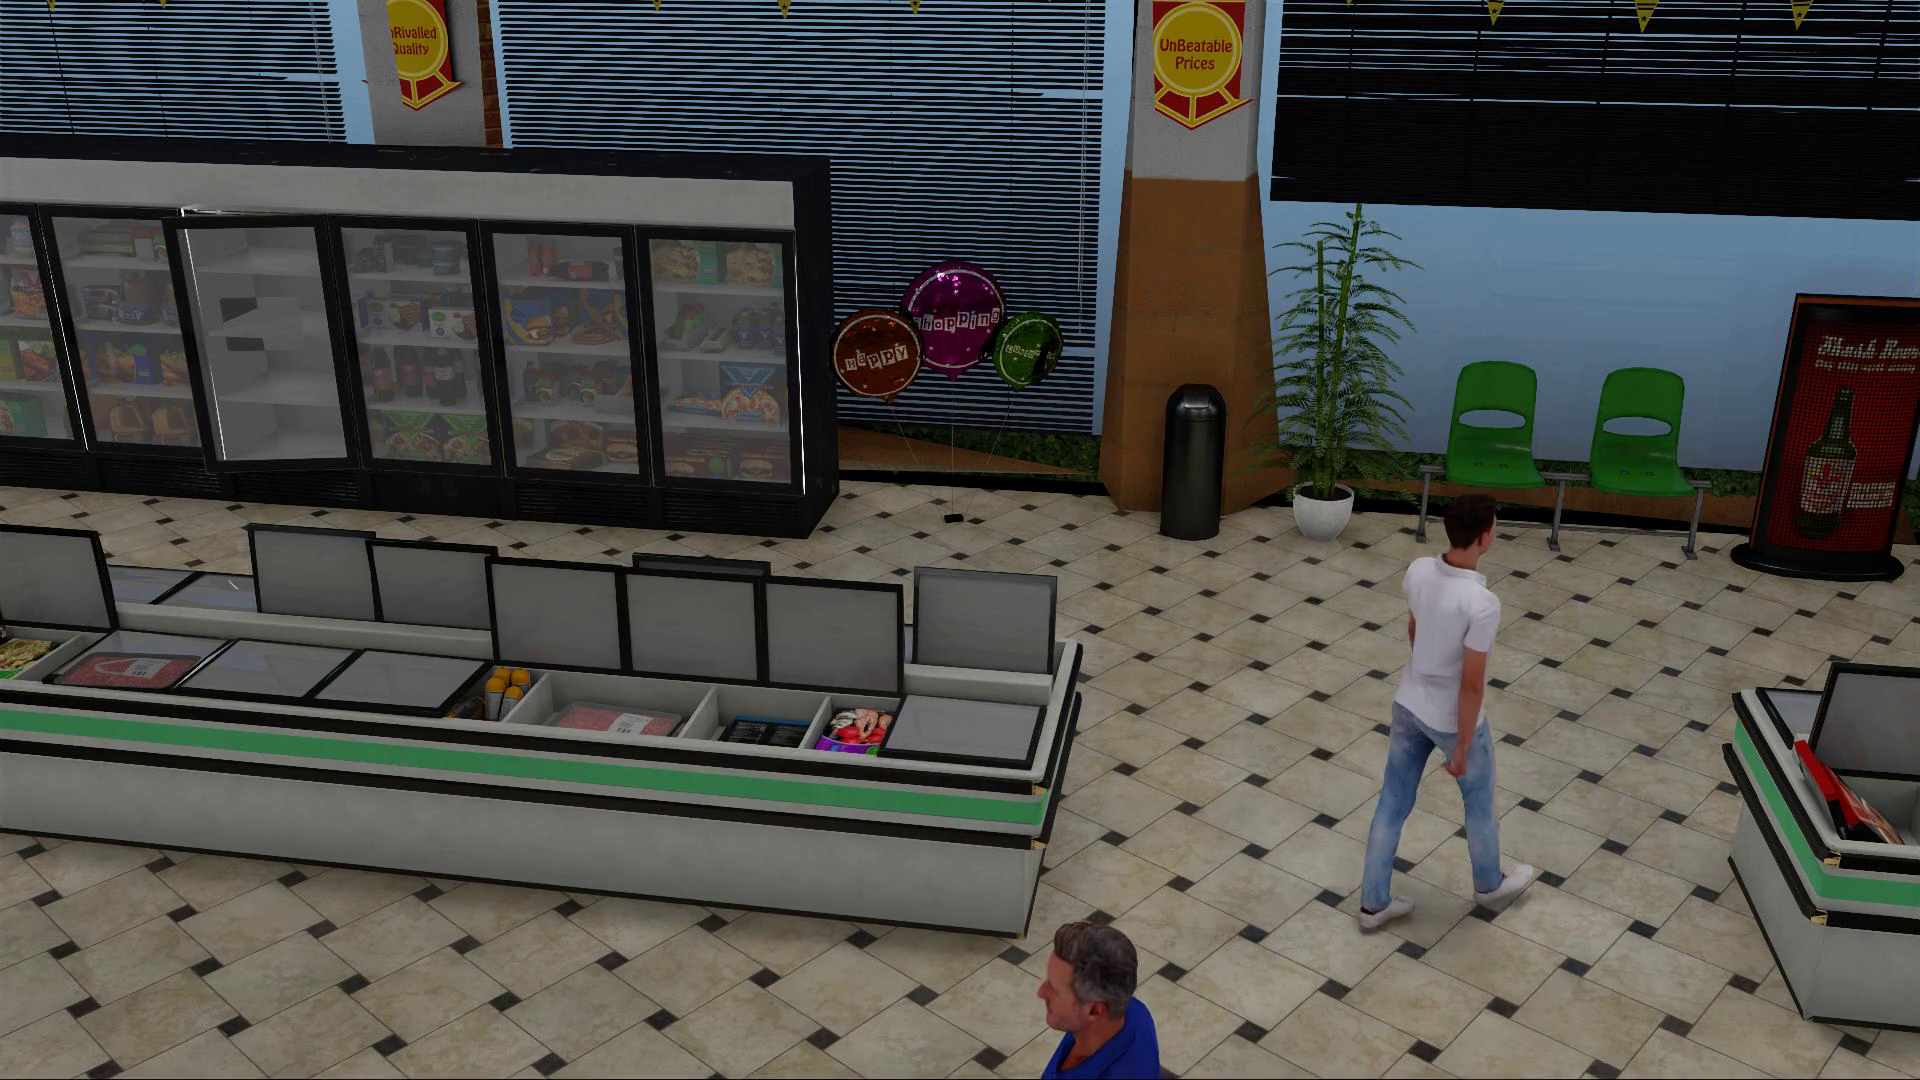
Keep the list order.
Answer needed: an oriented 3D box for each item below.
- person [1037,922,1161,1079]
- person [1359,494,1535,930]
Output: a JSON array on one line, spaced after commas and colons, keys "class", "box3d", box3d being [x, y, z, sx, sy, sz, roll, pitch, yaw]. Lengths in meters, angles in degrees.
[{"class": "person", "box3d": [0.346, 1.739, 4.045, 0.588, 1.768, 0.749, 1, 22, 3]}, {"class": "person", "box3d": [1.801, 0.725, 6.501, 1.139, 1.819, 1.060, -13, 25, -30]}]
